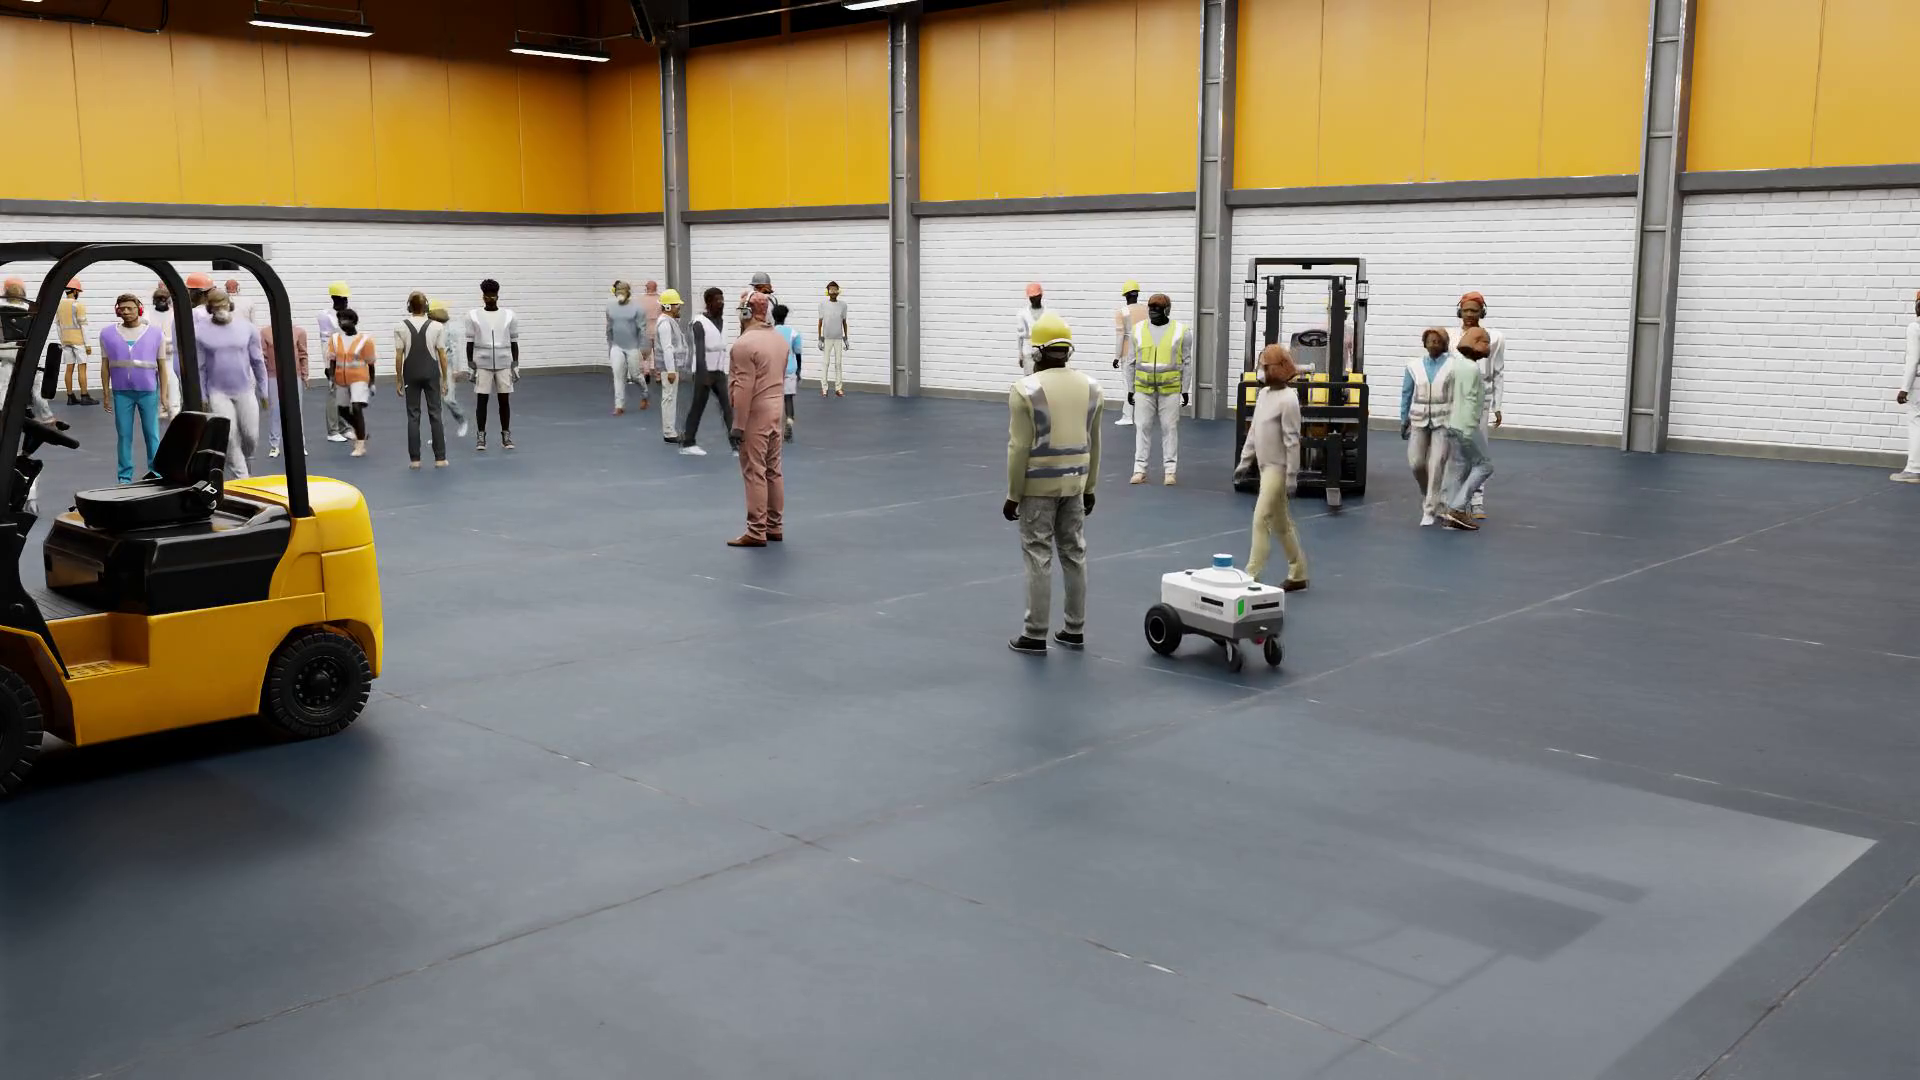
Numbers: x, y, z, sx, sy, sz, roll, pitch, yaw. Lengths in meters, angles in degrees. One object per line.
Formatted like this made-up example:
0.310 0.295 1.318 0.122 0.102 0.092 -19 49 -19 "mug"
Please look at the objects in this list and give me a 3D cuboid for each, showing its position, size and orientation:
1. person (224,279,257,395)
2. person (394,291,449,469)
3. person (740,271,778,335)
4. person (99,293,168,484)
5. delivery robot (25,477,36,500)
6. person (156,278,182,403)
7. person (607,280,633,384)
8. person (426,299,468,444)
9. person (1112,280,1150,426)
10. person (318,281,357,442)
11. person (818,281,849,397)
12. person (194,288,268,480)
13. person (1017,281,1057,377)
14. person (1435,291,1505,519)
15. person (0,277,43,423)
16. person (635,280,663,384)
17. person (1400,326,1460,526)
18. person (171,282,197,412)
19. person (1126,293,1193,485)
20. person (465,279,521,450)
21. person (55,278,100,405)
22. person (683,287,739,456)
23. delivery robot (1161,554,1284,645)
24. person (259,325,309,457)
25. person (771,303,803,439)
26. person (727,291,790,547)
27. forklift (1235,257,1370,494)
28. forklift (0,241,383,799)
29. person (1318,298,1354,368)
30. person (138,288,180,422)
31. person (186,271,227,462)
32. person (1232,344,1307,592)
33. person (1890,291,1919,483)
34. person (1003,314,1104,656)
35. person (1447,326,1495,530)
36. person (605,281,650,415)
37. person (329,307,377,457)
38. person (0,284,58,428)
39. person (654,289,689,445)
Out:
-11.740 -3.268 26.968 0.645 1.905 0.400 -6 11 -33 "person"
-5.569 -1.648 17.222 0.516 1.842 0.325 -2 10 -15 "person"
-2.781 -2.708 23.114 0.535 2.000 0.699 2 9 11 "person"
-7.633 -1.352 15.410 0.564 1.843 0.390 -3 10 -20 "person"
-7.812 -0.431 13.414 0.477 0.478 0.707 1 9 6 "delivery robot"
-11.994 -3.059 25.515 0.716 1.962 0.645 3 10 17 "person"
-6.131 -3.747 30.015 0.535 1.868 0.309 -7 12 -37 "person"
-6.170 -2.009 19.816 0.518 1.714 0.487 4 10 23 "person"
2.280 -2.471 22.042 0.585 1.917 0.380 -5 11 -30 "person"
-7.437 -2.144 20.006 0.384 1.925 0.593 2 10 15 "person"
-2.047 -3.246 26.934 0.520 1.873 0.328 -3 10 -17 "person"
-6.609 -1.323 15.039 0.647 1.907 0.582 -5 10 -27 "person"
1.043 -2.550 22.540 0.566 1.914 0.617 0 9 -1 "person"
4.206 -1.112 13.808 0.584 1.882 0.345 2 9 11 "person"
-12.304 -2.440 21.713 0.540 1.961 0.652 3 10 15 "person"
-5.538 -3.742 29.949 0.662 1.883 0.828 -2 9 -12 "person"
3.865 -0.941 13.573 0.519 1.619 0.589 5 11 30 "person"
-8.372 -1.839 18.127 0.374 1.929 0.542 -5 11 -29 "person"
1.903 -1.443 15.976 0.626 1.840 0.430 3 10 16 "person"
-5.355 -2.010 19.091 0.608 1.957 0.401 -3 10 -20 "person"
-13.432 -3.004 25.270 0.543 1.932 0.365 3 10 15 "person"
-2.693 -1.844 18.345 0.995 1.861 0.612 5 10 26 "person"
1.389 0.319 8.813 0.477 0.478 0.707 -5 11 -30 "delivery robot"
-7.464 -1.799 18.371 0.527 1.772 0.306 -4 10 -25 "person"
-2.176 -2.045 20.228 0.543 1.662 0.782 -1 9 -8 "person"
-1.537 -0.902 12.457 0.407 1.908 0.642 4 10 22 "person"
3.309 -1.629 16.029 1.214 2.155 2.313 2 9 11 "forklift"
-3.706 -0.171 7.093 1.214 2.155 2.313 9 13 43 "forklift"
4.472 -1.975 19.564 0.546 1.716 0.888 -4 10 -22 "person"
-10.800 -2.508 22.581 0.631 1.813 0.870 -4 10 -21 "person"
-8.010 -1.820 17.651 0.364 2.048 0.608 0 9 2 "person"
1.946 -0.429 10.491 0.575 1.619 0.506 -1 9 -8 "person"
9.351 -1.494 16.156 0.574 1.882 0.358 -4 10 -24 "person"
0.484 -0.294 8.952 0.600 1.831 0.404 -6 11 -32 "person"
4.033 -0.872 13.137 0.361 1.617 0.516 1 9 5 "person"
-4.744 -2.755 23.848 0.629 1.909 0.864 2 9 12 "person"
-6.748 -1.774 18.556 0.538 1.657 0.703 2 10 13 "person"
-12.024 -2.307 21.182 0.636 1.893 1.011 1 9 9 "person"
-3.407 -2.041 19.662 0.404 1.833 0.590 -2 9 -10 "person"
